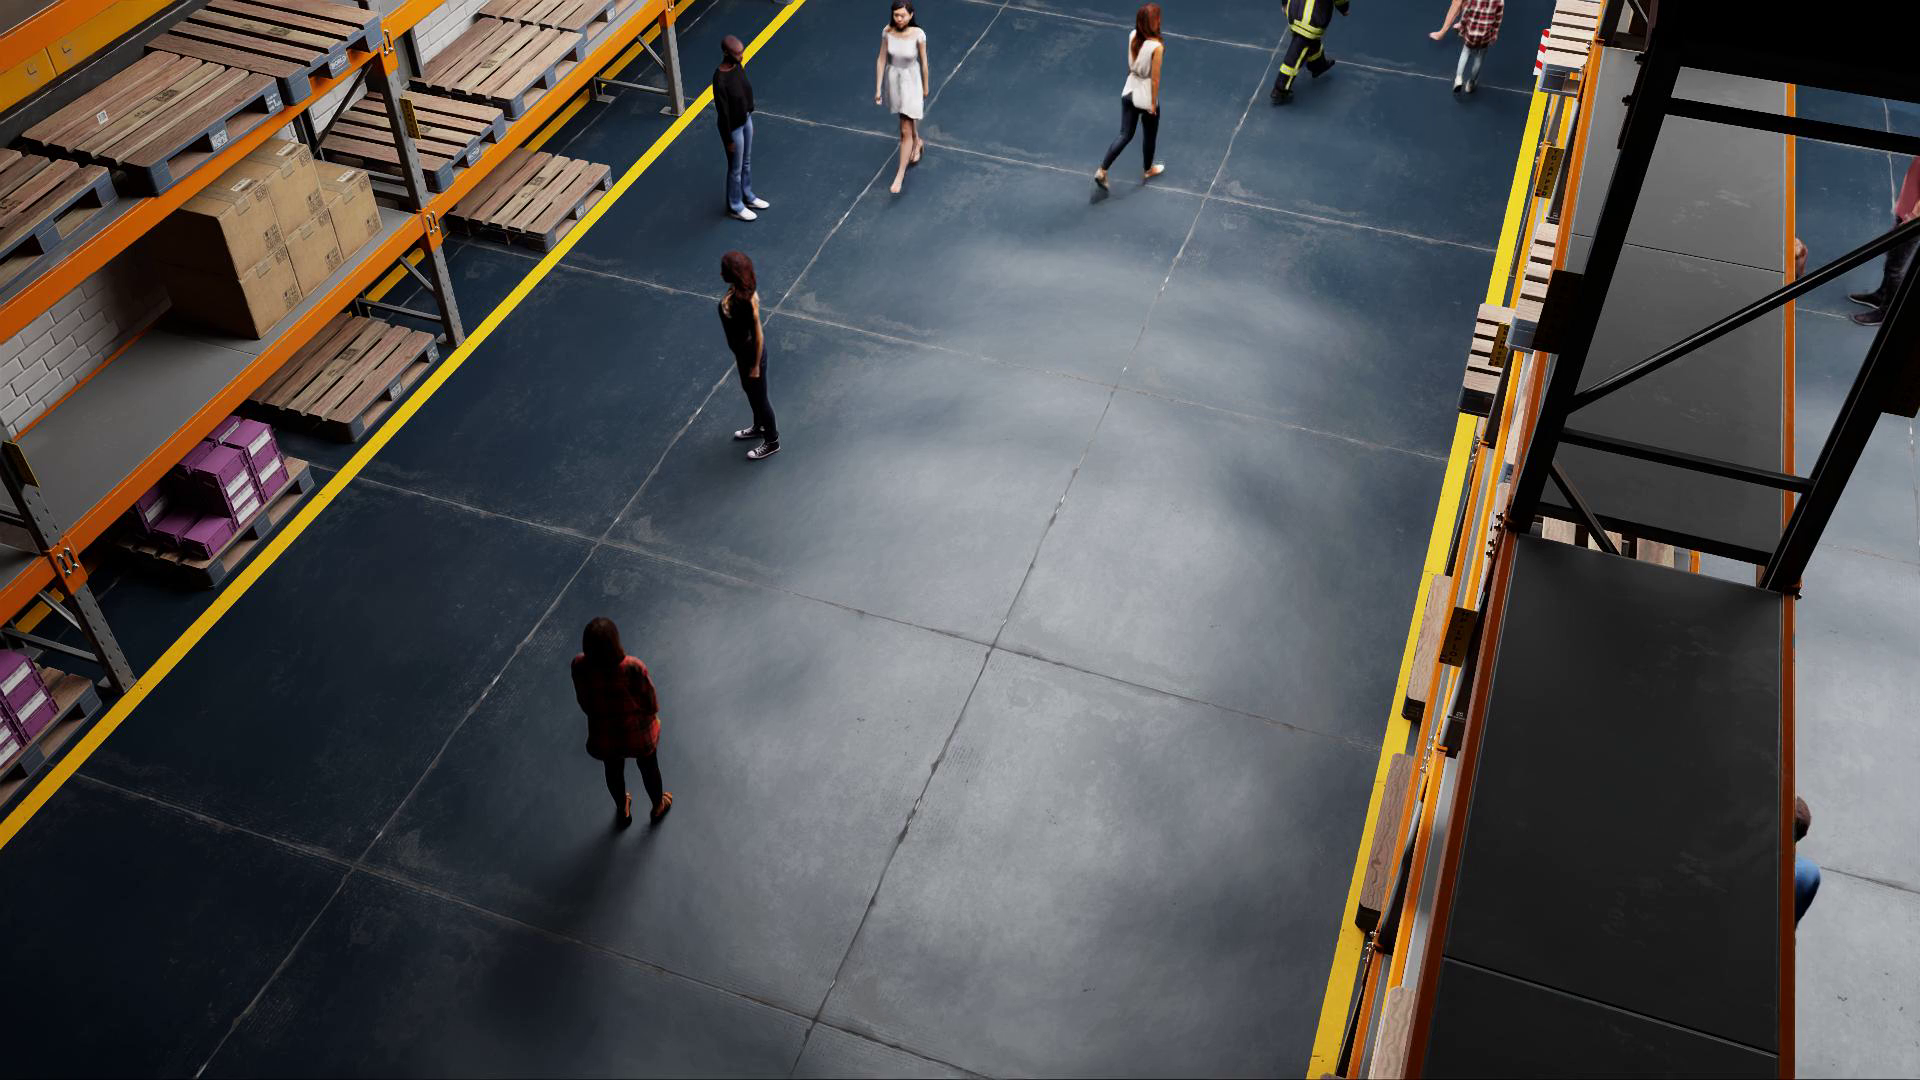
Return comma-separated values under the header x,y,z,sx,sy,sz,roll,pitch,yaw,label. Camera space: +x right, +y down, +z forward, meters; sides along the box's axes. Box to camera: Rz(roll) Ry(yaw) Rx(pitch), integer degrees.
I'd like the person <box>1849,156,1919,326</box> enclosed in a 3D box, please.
x,y,z,sx,sy,sz,roll,pitch,yaw,label
7.681,-2.607,13.331,0.701,1.952,0.508,11,45,12,person

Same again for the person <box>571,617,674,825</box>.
x,y,z,sx,sy,sz,roll,pitch,yaw,label
-1.964,1.059,9.664,0.674,1.703,0.652,2,44,2,person

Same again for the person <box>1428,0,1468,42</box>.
x,y,z,sx,sy,sz,roll,pitch,yaw,label
5.273,-6.014,17.100,1.073,1.687,0.950,-27,50,-25,person

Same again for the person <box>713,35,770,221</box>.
x,y,z,sx,sy,sz,roll,pitch,yaw,label
-1.974,-3.614,14.539,0.654,1.744,0.481,13,45,13,person

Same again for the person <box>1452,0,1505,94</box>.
x,y,z,sx,sy,sz,roll,pitch,yaw,label
5.071,-4.951,16.266,0.569,1.298,0.702,19,47,19,person

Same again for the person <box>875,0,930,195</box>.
x,y,z,sx,sy,sz,roll,pitch,yaw,label
-0.487,-4.110,15.072,0.617,1.727,1.146,13,45,14,person

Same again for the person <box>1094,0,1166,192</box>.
x,y,z,sx,sy,sz,roll,pitch,yaw,label
1.537,-3.914,14.840,1.145,1.763,0.940,-30,51,-27,person

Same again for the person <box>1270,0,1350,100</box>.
x,y,z,sx,sy,sz,roll,pitch,yaw,label
3.326,-5.123,16.069,1.291,1.819,1.175,-23,48,-23,person

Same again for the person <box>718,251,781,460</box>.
x,y,z,sx,sy,sz,roll,pitch,yaw,label
-1.537,-1.362,12.157,0.757,1.769,0.692,-17,46,-17,person
